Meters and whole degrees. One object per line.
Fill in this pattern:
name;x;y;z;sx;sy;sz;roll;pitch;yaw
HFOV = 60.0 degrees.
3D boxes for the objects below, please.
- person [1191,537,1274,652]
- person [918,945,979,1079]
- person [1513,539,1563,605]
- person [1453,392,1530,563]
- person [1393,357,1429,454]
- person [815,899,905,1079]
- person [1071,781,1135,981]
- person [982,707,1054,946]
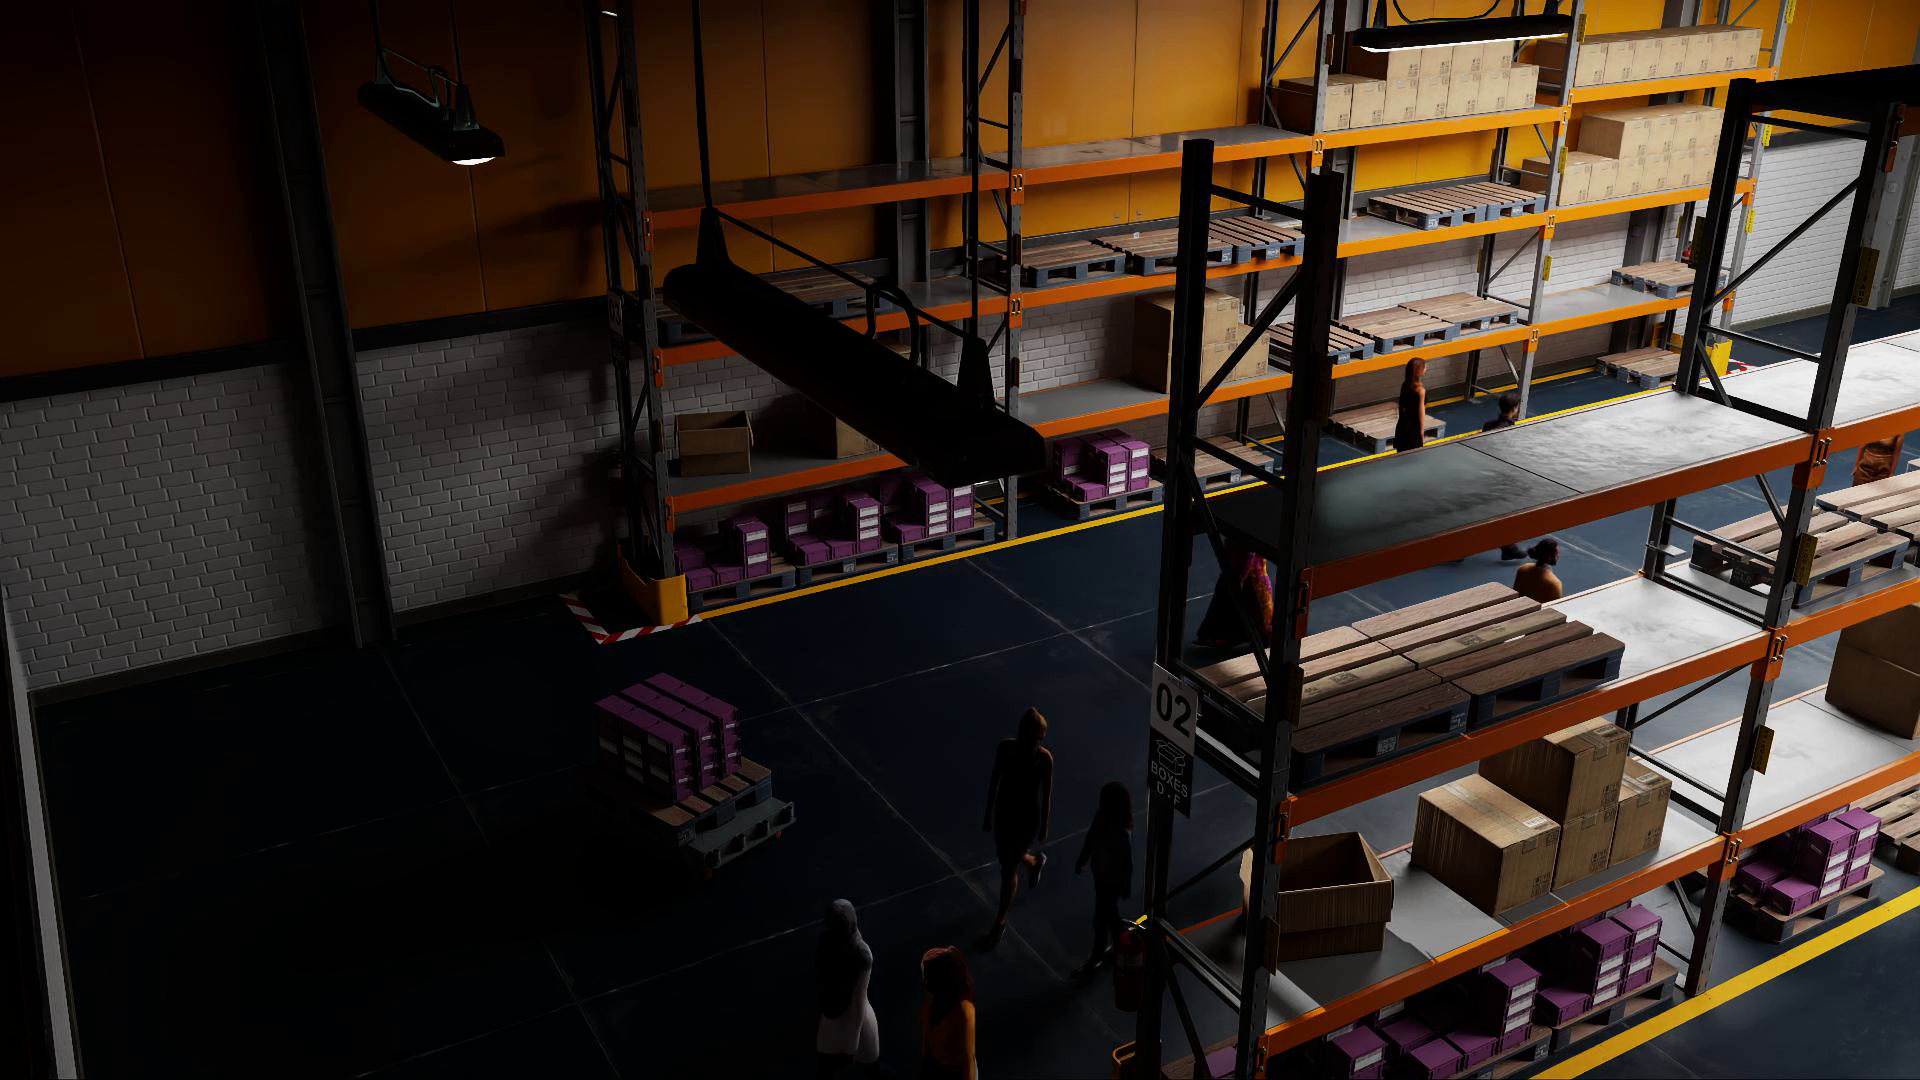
person;2.769;0.283;15.802;1.227;1.676;0.875;-5;24;-12
person;0.000;3.007;9.477;0.684;1.750;0.732;-19;30;-37
person;4.999;0.808;14.506;0.573;1.751;0.649;-12;26;-26
person;5.523;-0.593;17.550;1.362;1.881;1.148;1;24;2
person;5.129;-1.200;18.997;0.570;1.834;0.615;-9;25;-19
person;-0.581;2.842;9.860;0.835;1.745;1.165;21;31;39
person;1.087;2.292;11.469;0.736;1.465;0.627;-9;25;-19
person;0.444;1.939;11.847;0.989;1.808;1.181;14;27;29
